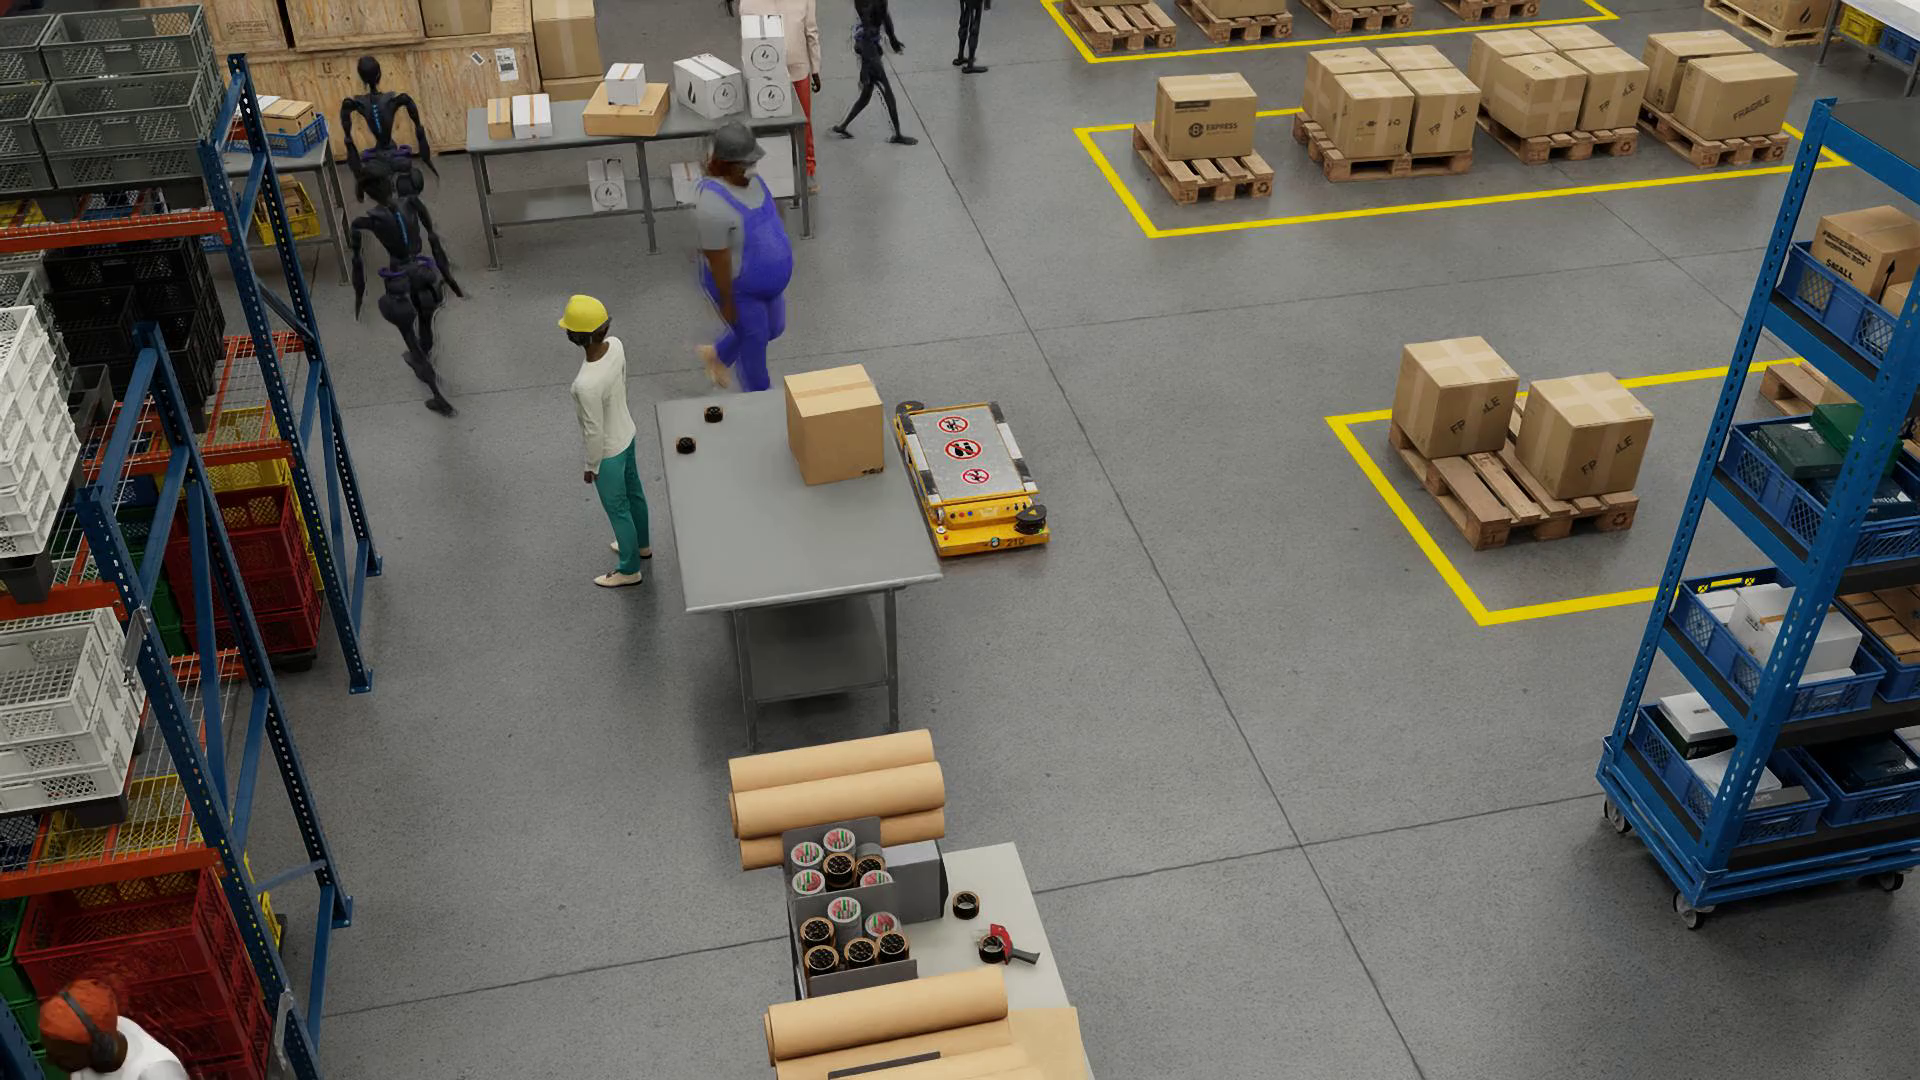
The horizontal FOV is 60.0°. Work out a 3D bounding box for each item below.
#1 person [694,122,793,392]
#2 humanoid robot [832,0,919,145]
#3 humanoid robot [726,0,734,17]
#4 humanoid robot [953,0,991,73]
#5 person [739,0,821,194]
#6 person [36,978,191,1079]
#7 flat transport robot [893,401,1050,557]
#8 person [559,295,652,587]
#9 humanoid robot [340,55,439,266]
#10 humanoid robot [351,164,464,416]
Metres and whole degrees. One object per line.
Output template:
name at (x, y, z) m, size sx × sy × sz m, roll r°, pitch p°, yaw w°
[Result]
person at (-1.360, -1.654, 10.294) m, size 0.686 × 2.000 × 0.690 m, roll 12°, pitch 38°, yaw 15°
humanoid robot at (-0.743, -4.106, 13.945) m, size 0.732 × 1.648 × 0.577 m, roll 0°, pitch 37°, yaw 0°
humanoid robot at (-2.139, -5.852, 16.243) m, size 0.530 × 1.628 × 0.636 m, roll 13°, pitch 39°, yaw 17°
humanoid robot at (0.135, -5.162, 15.306) m, size 0.346 × 1.652 × 0.575 m, roll -15°, pitch 39°, yaw -19°
person at (-1.395, -3.665, 13.047) m, size 0.621 × 1.990 × 0.395 m, roll -7°, pitch 37°, yaw -10°
person at (-2.570, 2.036, 5.486) m, size 0.580 × 1.865 × 0.725 m, roll 23°, pitch 42°, yaw 27°
flat transport robot at (0.046, -0.430, 10.108) m, size 0.652 × 0.197 × 1.431 m, roll -8°, pitch 37°, yaw -10°
person at (-1.919, -0.530, 9.011) m, size 0.310 × 1.768 × 0.521 m, roll 5°, pitch 37°, yaw 7°
humanoid robot at (-4.079, -2.671, 11.967) m, size 0.562 × 1.640 × 0.627 m, roll -6°, pitch 37°, yaw -8°
humanoid robot at (-3.537, -1.630, 10.594) m, size 0.749 × 1.626 × 0.626 m, roll 27°, pitch 44°, yaw 32°
